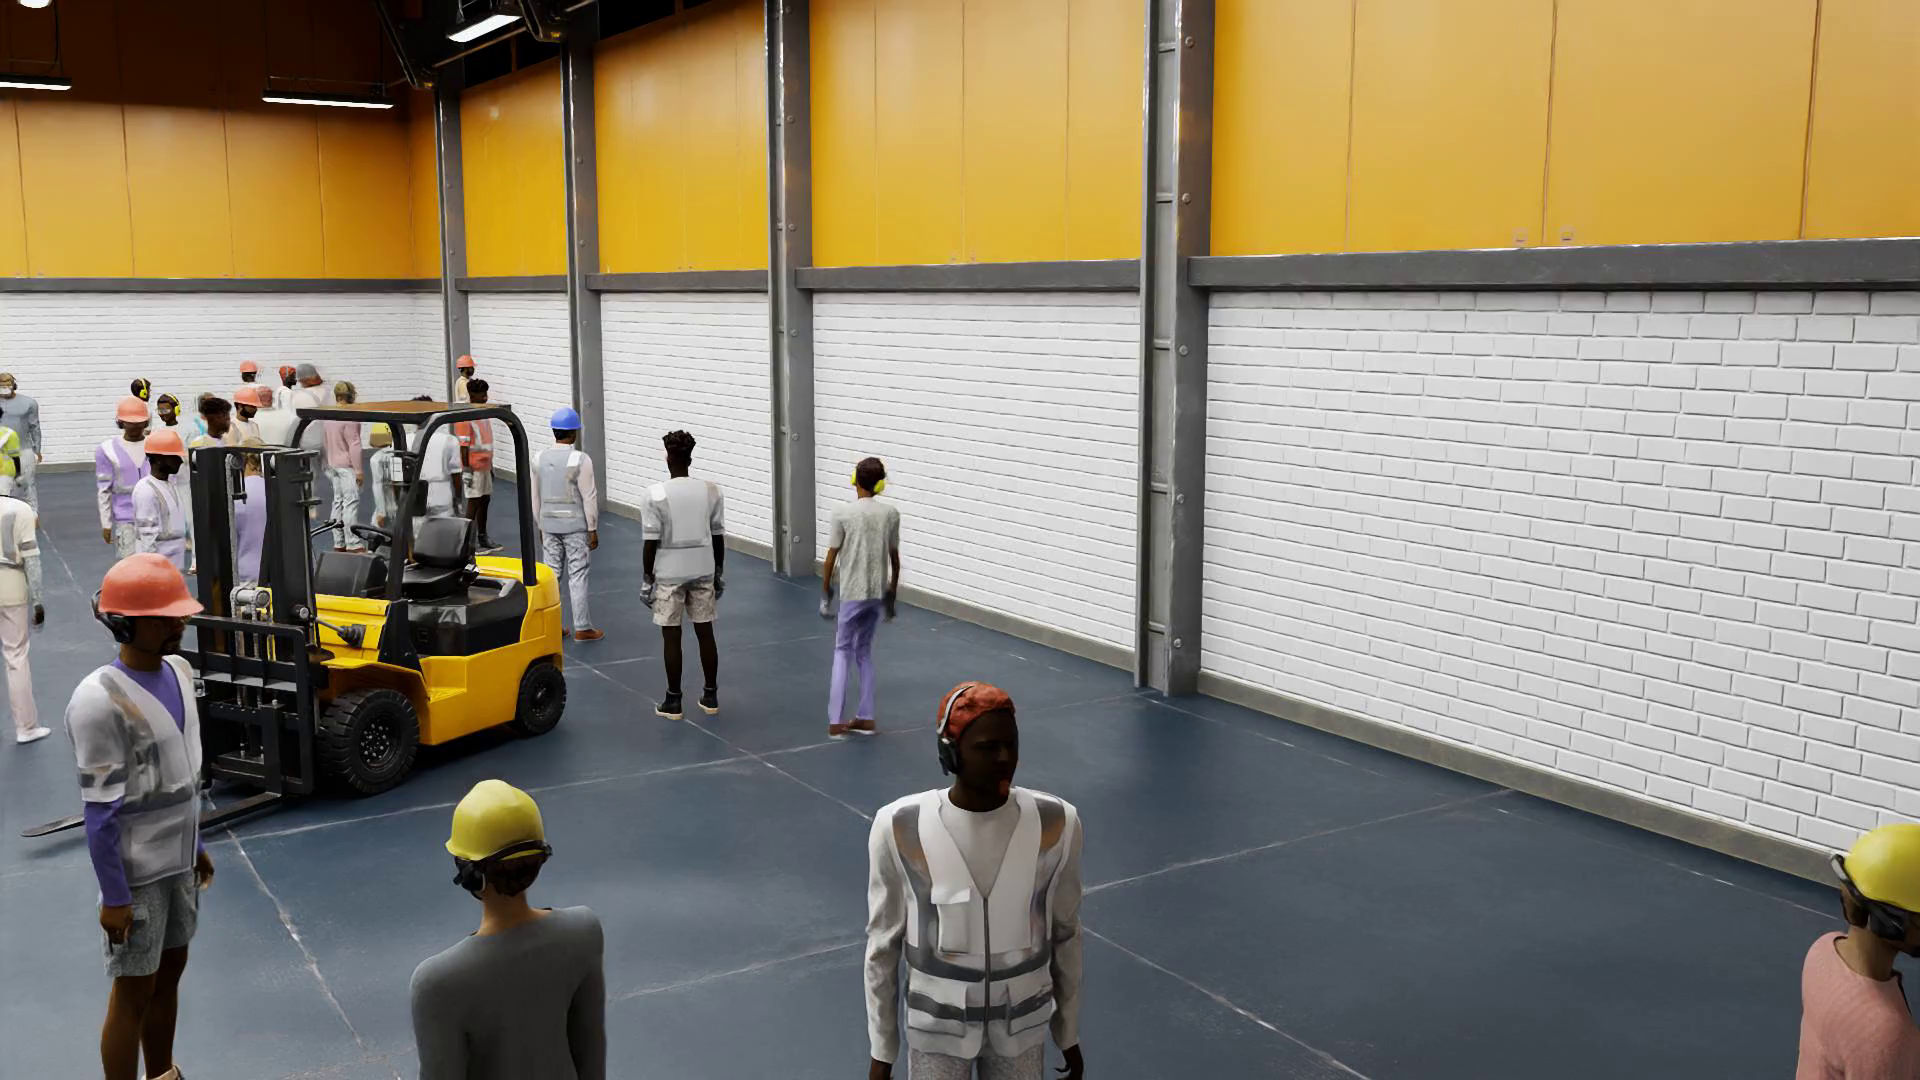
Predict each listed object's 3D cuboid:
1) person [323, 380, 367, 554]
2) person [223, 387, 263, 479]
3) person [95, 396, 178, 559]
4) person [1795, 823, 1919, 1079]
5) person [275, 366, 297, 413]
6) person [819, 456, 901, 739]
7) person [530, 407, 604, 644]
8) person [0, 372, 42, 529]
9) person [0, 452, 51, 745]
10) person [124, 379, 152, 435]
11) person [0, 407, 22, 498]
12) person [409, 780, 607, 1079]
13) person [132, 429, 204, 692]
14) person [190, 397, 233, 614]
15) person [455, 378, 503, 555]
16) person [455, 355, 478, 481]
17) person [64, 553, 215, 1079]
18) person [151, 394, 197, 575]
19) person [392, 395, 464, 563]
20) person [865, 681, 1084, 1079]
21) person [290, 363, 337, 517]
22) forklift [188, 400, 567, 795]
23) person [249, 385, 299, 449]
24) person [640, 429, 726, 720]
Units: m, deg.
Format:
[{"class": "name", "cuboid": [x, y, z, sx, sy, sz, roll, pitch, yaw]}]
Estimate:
[{"class": "person", "cuboid": [-6.698, -0.775, 18.174, 0.637, 1.937, 0.357, 8, 12, 43]}, {"class": "person", "cuboid": [-7.346, -0.615, 17.149, 0.393, 1.925, 0.554, 2, 9, 12]}, {"class": "person", "cuboid": [-6.871, -0.192, 13.947, 0.611, 2.032, 0.411, -6, 10, -35]}, {"class": "person", "cuboid": [1.986, 1.468, 3.674, 0.336, 1.757, 0.532, 2, 9, 14]}, {"class": "person", "cuboid": [-9.291, -1.467, 23.016, 0.337, 1.882, 0.583, -5, 10, -31]}, {"class": "person", "cuboid": [-0.647, 0.377, 10.766, 0.530, 1.831, 0.395, -5, 10, -29]}, {"class": "person", "cuboid": [-3.234, -0.113, 13.680, 0.607, 1.948, 0.390, 3, 9, 21]}, {"class": "person", "cuboid": [-11.545, -1.078, 20.272, 0.636, 1.928, 0.383, -5, 10, -29]}, {"class": "person", "cuboid": [-6.149, 0.355, 10.598, 0.590, 1.925, 0.383, -2, 9, -11]}, {"class": "person", "cuboid": [-9.878, -1.014, 20.079, 0.525, 1.854, 0.333, 4, 9, 27]}, {"class": "person", "cuboid": [-10.979, -0.769, 19.021, 0.531, 1.661, 0.813, 1, 8, 4]}, {"class": "person", "cuboid": [-1.052, 1.428, 3.900, 0.311, 1.768, 0.533, 6, 11, 37]}, {"class": "person", "cuboid": [-5.623, 0.176, 11.812, 0.385, 1.929, 0.547, -1, 8, -5]}, {"class": "person", "cuboid": [-6.677, -0.298, 14.945, 0.445, 1.968, 0.686, 0, 8, 0]}, {"class": "person", "cuboid": [-5.329, -0.812, 18.382, 0.382, 1.953, 0.612, 1, 9, 10]}, {"class": "person", "cuboid": [-7.504, -1.845, 25.369, 0.351, 1.942, 0.545, -3, 9, -22]}, {"class": "person", "cuboid": [-2.649, 1.051, 5.510, 0.396, 2.042, 0.610, 0, 8, 1]}, {"class": "person", "cuboid": [-8.019, -0.564, 17.028, 0.510, 1.861, 0.324, 1, 8, 4]}, {"class": "person", "cuboid": [-4.905, -0.362, 15.324, 0.619, 1.951, 0.431, -4, 9, -23]}, {"class": "person", "cuboid": [0.042, 1.298, 4.376, 0.584, 1.883, 0.346, -1, 9, -9]}, {"class": "person", "cuboid": [-8.184, -1.277, 21.209, 0.802, 2.000, 0.717, 7, 11, 38]}, {"class": "forklift", "cuboid": [-3.529, 0.258, 10.348, 1.214, 2.155, 2.313, 4, 9, 25]}, {"class": "person", "cuboid": [-7.699, -0.798, 18.576, 0.638, 1.860, 0.914, -5, 10, -31]}, {"class": "person", "cuboid": [-1.881, 0.231, 11.293, 0.612, 1.963, 0.363, -5, 10, -31]}]
